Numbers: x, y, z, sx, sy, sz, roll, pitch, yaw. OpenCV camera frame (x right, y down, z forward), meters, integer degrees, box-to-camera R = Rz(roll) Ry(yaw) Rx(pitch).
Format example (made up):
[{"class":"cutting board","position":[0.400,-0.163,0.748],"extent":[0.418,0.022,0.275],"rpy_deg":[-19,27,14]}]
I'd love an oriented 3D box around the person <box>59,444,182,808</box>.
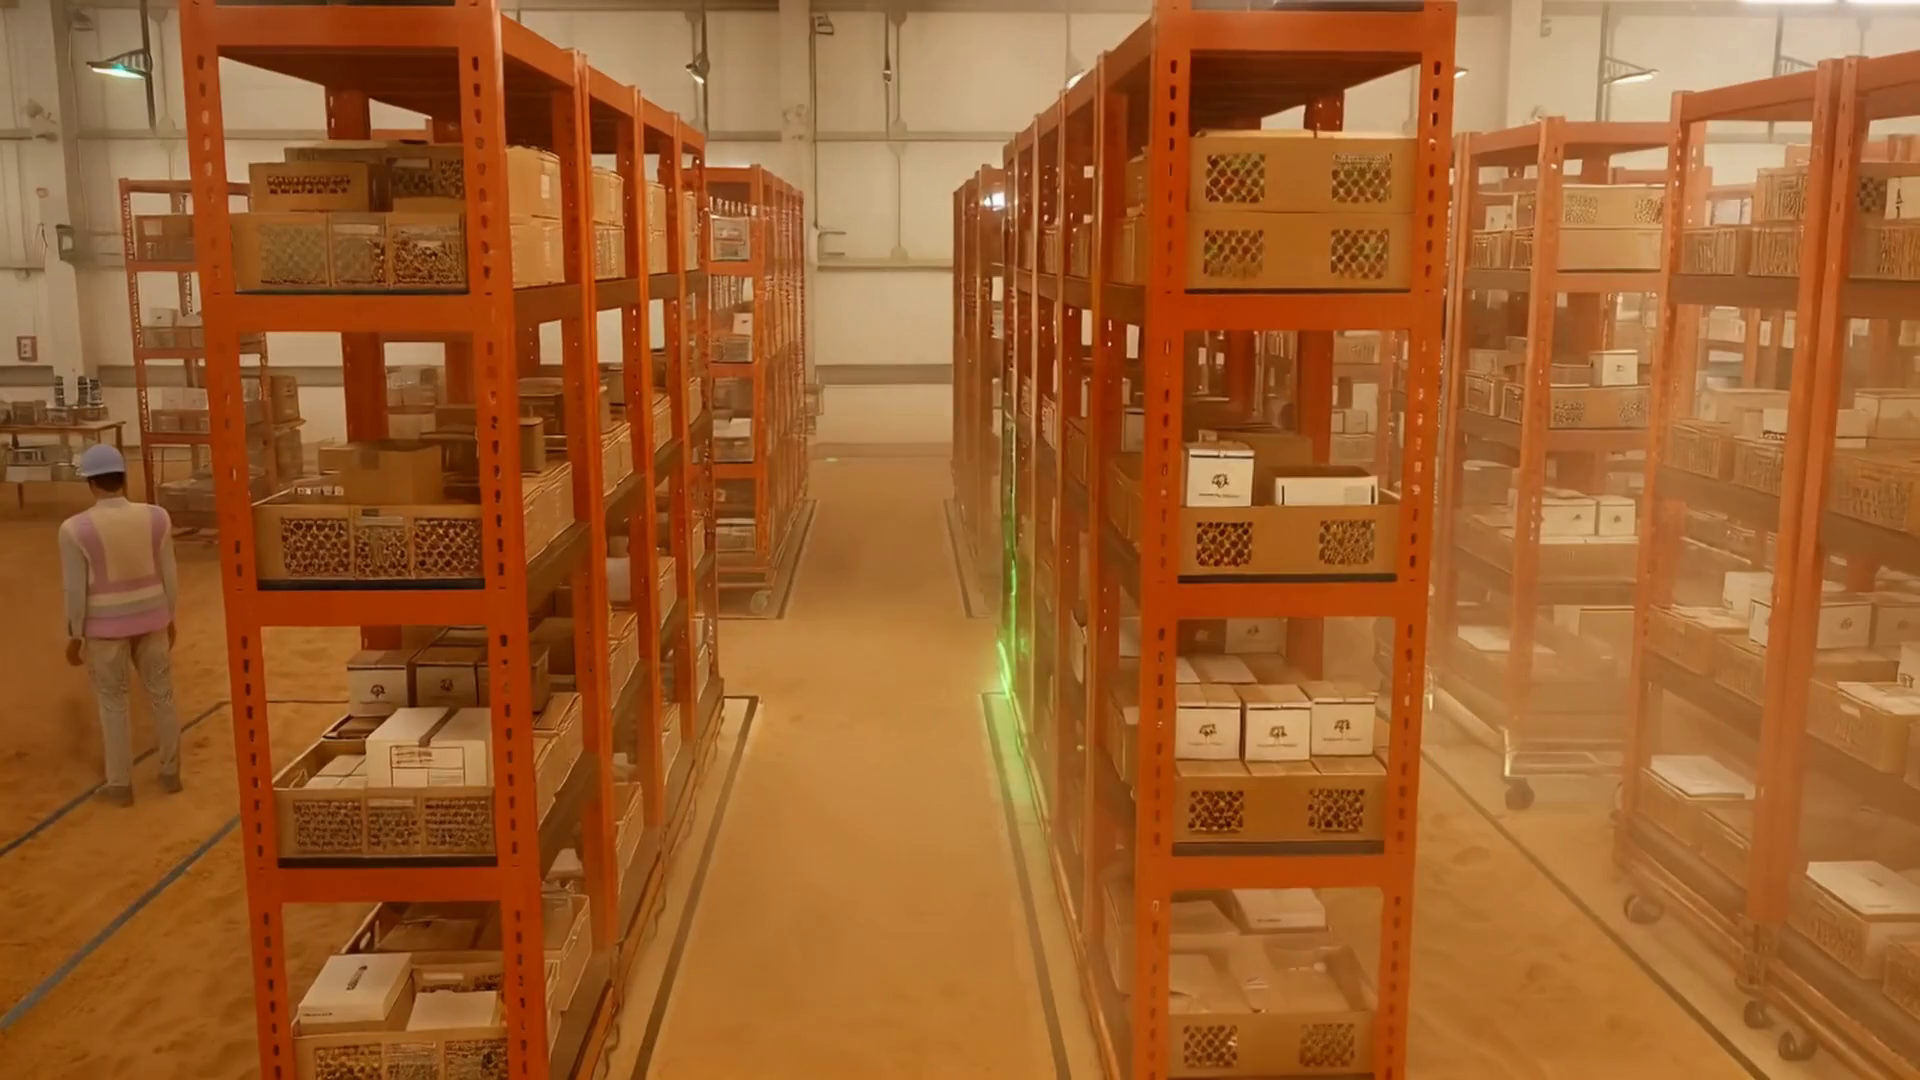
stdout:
[{"class":"person","position":[-4.470,0.454,8.884],"extent":[0.401,1.939,0.602],"rpy_deg":[8,13,37]}]

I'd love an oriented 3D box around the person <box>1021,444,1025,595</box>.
[{"class":"person","position":[0.625,-0.189,12.884],"extent":[0.472,1.813,0.625],"rpy_deg":[0,10,2]}]

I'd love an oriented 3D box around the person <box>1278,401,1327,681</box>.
[{"class":"person","position":[2.316,0.012,11.385],"extent":[0.636,1.954,0.443],"rpy_deg":[-9,13,-41]}]
